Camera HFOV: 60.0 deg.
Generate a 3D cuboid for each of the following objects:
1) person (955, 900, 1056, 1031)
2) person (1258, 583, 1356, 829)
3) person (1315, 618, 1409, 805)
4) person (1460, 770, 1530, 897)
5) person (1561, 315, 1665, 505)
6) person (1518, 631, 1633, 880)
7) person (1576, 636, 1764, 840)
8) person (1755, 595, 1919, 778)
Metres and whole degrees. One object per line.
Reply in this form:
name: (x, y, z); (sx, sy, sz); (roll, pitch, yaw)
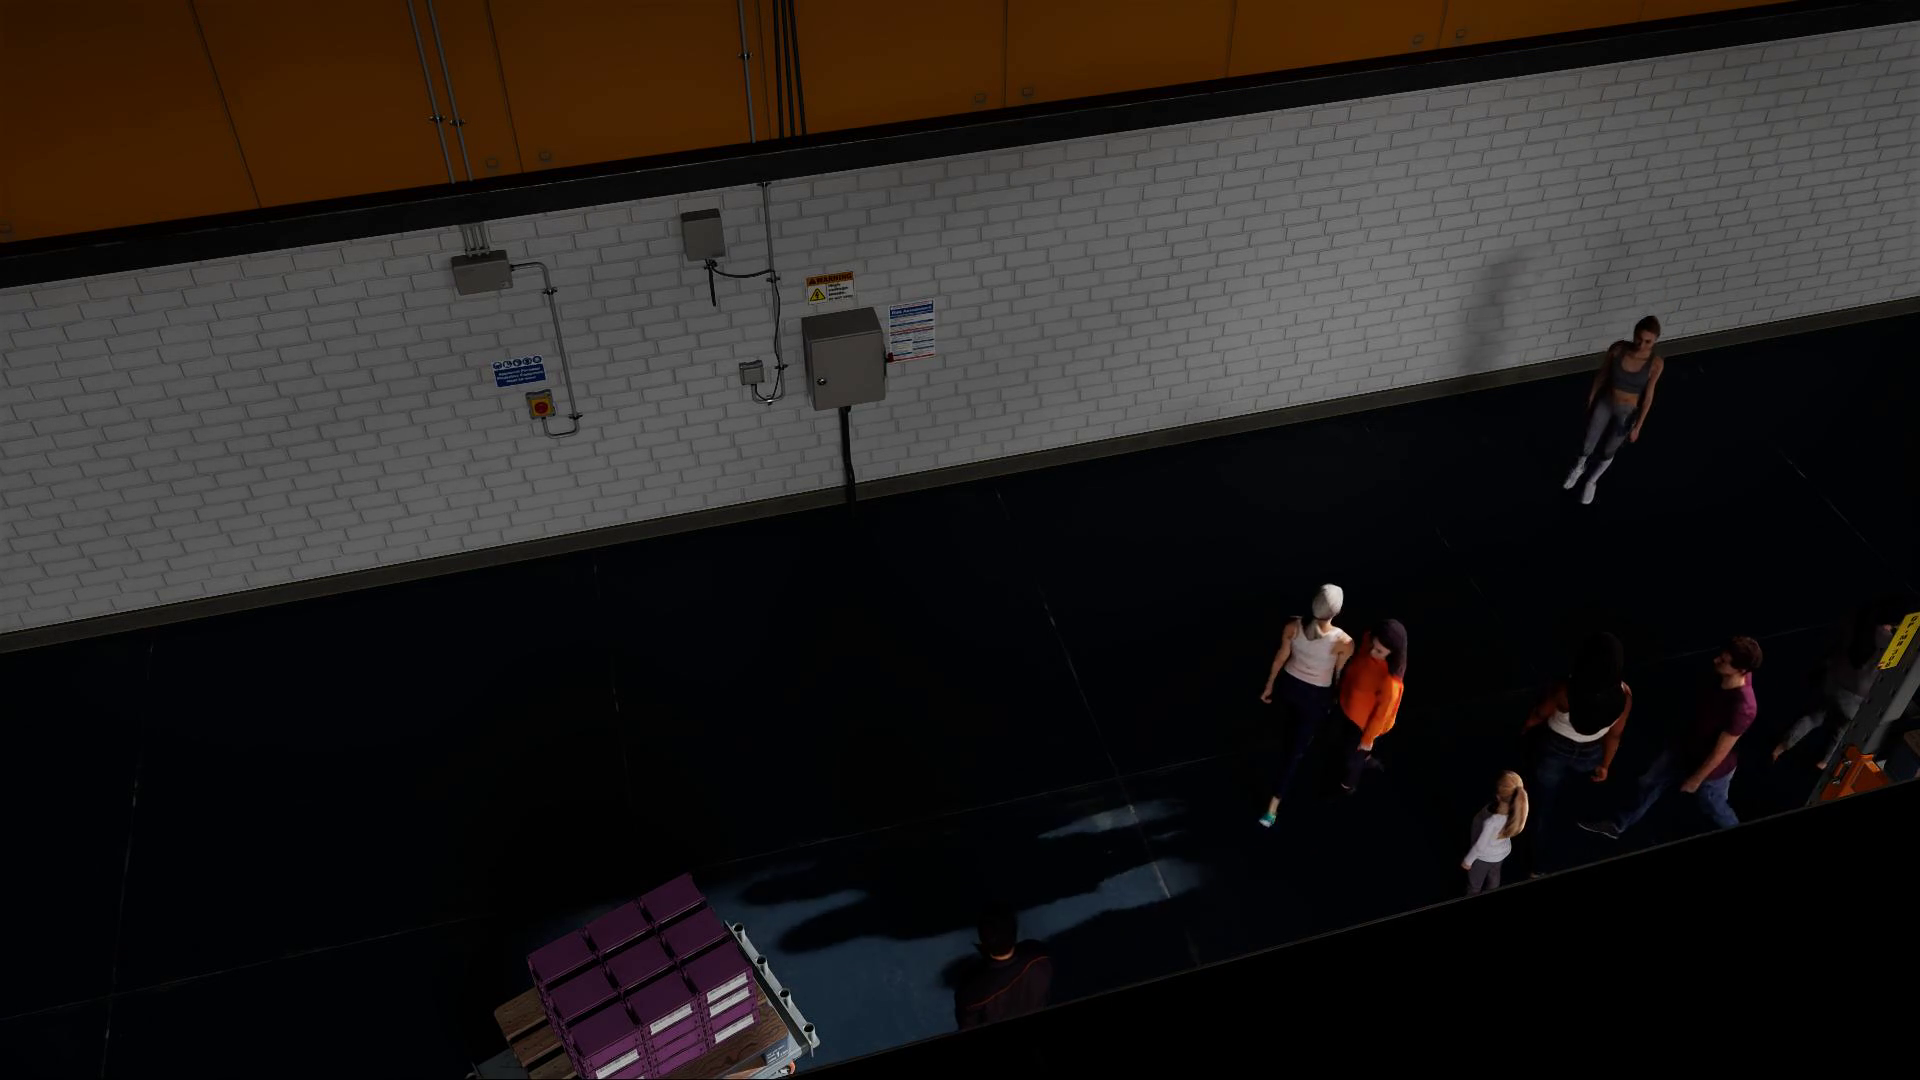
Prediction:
person: (0.211, 2.412, 8.146); (0.772, 1.944, 0.727); (-27, 50, -25)
person: (2.001, 0.988, 9.839); (1.144, 1.669, 1.187); (24, 48, 23)
person: (2.456, 1.021, 9.766); (0.777, 1.723, 0.674); (-2, 44, -2)
person: (2.981, 1.737, 9.336); (0.558, 1.279, 0.584); (-27, 50, -25)
person: (4.705, -0.959, 11.873); (0.735, 1.684, 0.795); (26, 49, 24)
person: (3.450, 1.289, 9.464); (0.937, 1.752, 1.272); (5, 44, 5)
person: (4.352, 1.237, 9.486); (0.988, 1.798, 1.217); (4, 44, 5)
person: (5.211, 0.947, 9.893); (0.825, 1.654, 0.882); (-24, 48, -23)
